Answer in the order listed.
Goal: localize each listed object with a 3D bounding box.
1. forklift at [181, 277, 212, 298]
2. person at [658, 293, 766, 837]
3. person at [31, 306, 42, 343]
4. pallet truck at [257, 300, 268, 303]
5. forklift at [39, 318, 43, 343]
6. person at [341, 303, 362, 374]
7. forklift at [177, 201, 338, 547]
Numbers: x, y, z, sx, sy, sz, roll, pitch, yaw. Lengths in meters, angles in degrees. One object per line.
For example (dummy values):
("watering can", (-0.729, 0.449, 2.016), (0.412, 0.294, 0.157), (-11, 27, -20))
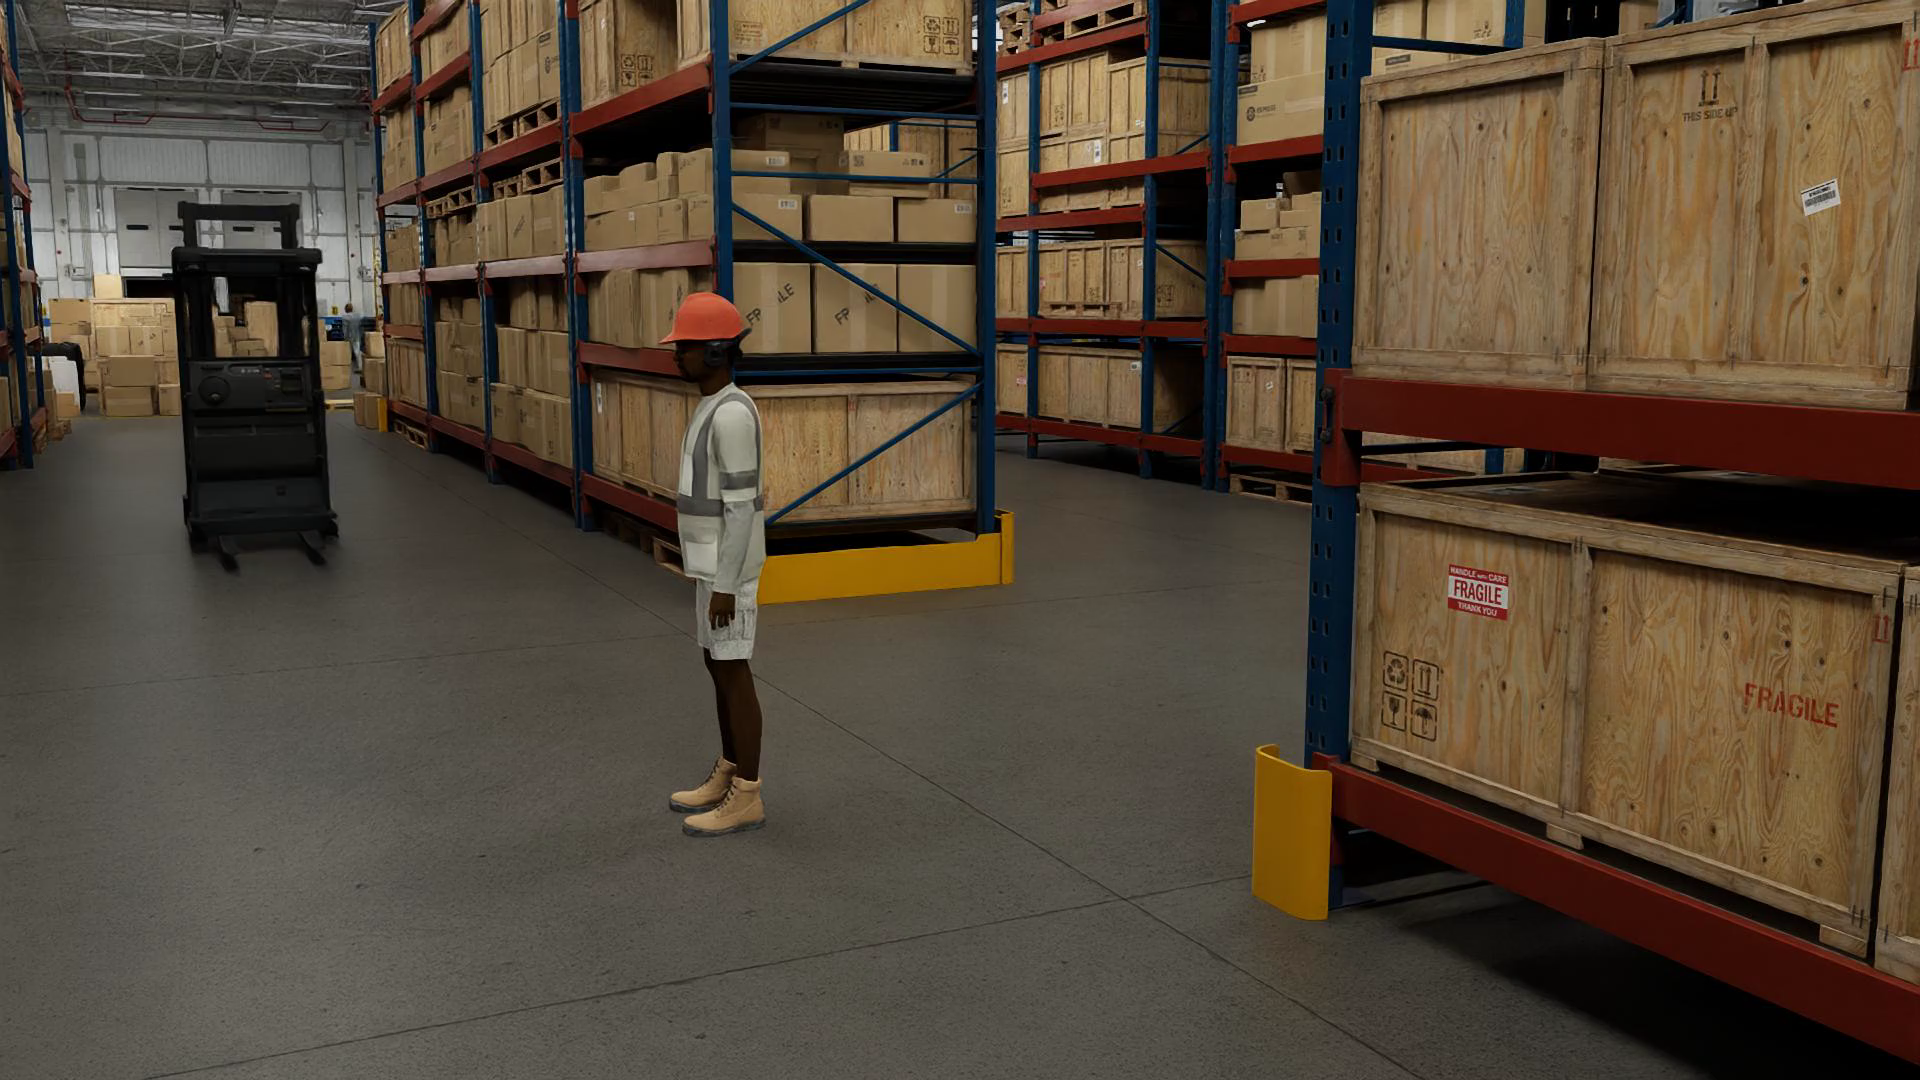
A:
("forklift", (-23.551, -6.867, 51.438), (1.873, 2.768, 1.129), (6, 10, 37))
("person", (-0.931, 0.094, 6.312), (0.377, 2.044, 0.608), (-3, 9, -17))
("person", (-24.396, -5.307, 43.995), (0.782, 1.907, 0.586), (-6, 10, -36))
("pallet truck", (-23.913, -7.404, 58.171), (1.885, 1.965, 0.823), (-1, 8, -9))
("forklift", (-30.579, -7.277, 54.267), (1.129, 2.768, 1.873), (-4, 9, -26))
("person", (-16.389, -5.387, 44.618), (1.020, 1.886, 0.654), (5, 10, 31))
("forklift", (-6.067, -1.462, 14.172), (1.129, 2.768, 1.873), (-4, 9, -26))
